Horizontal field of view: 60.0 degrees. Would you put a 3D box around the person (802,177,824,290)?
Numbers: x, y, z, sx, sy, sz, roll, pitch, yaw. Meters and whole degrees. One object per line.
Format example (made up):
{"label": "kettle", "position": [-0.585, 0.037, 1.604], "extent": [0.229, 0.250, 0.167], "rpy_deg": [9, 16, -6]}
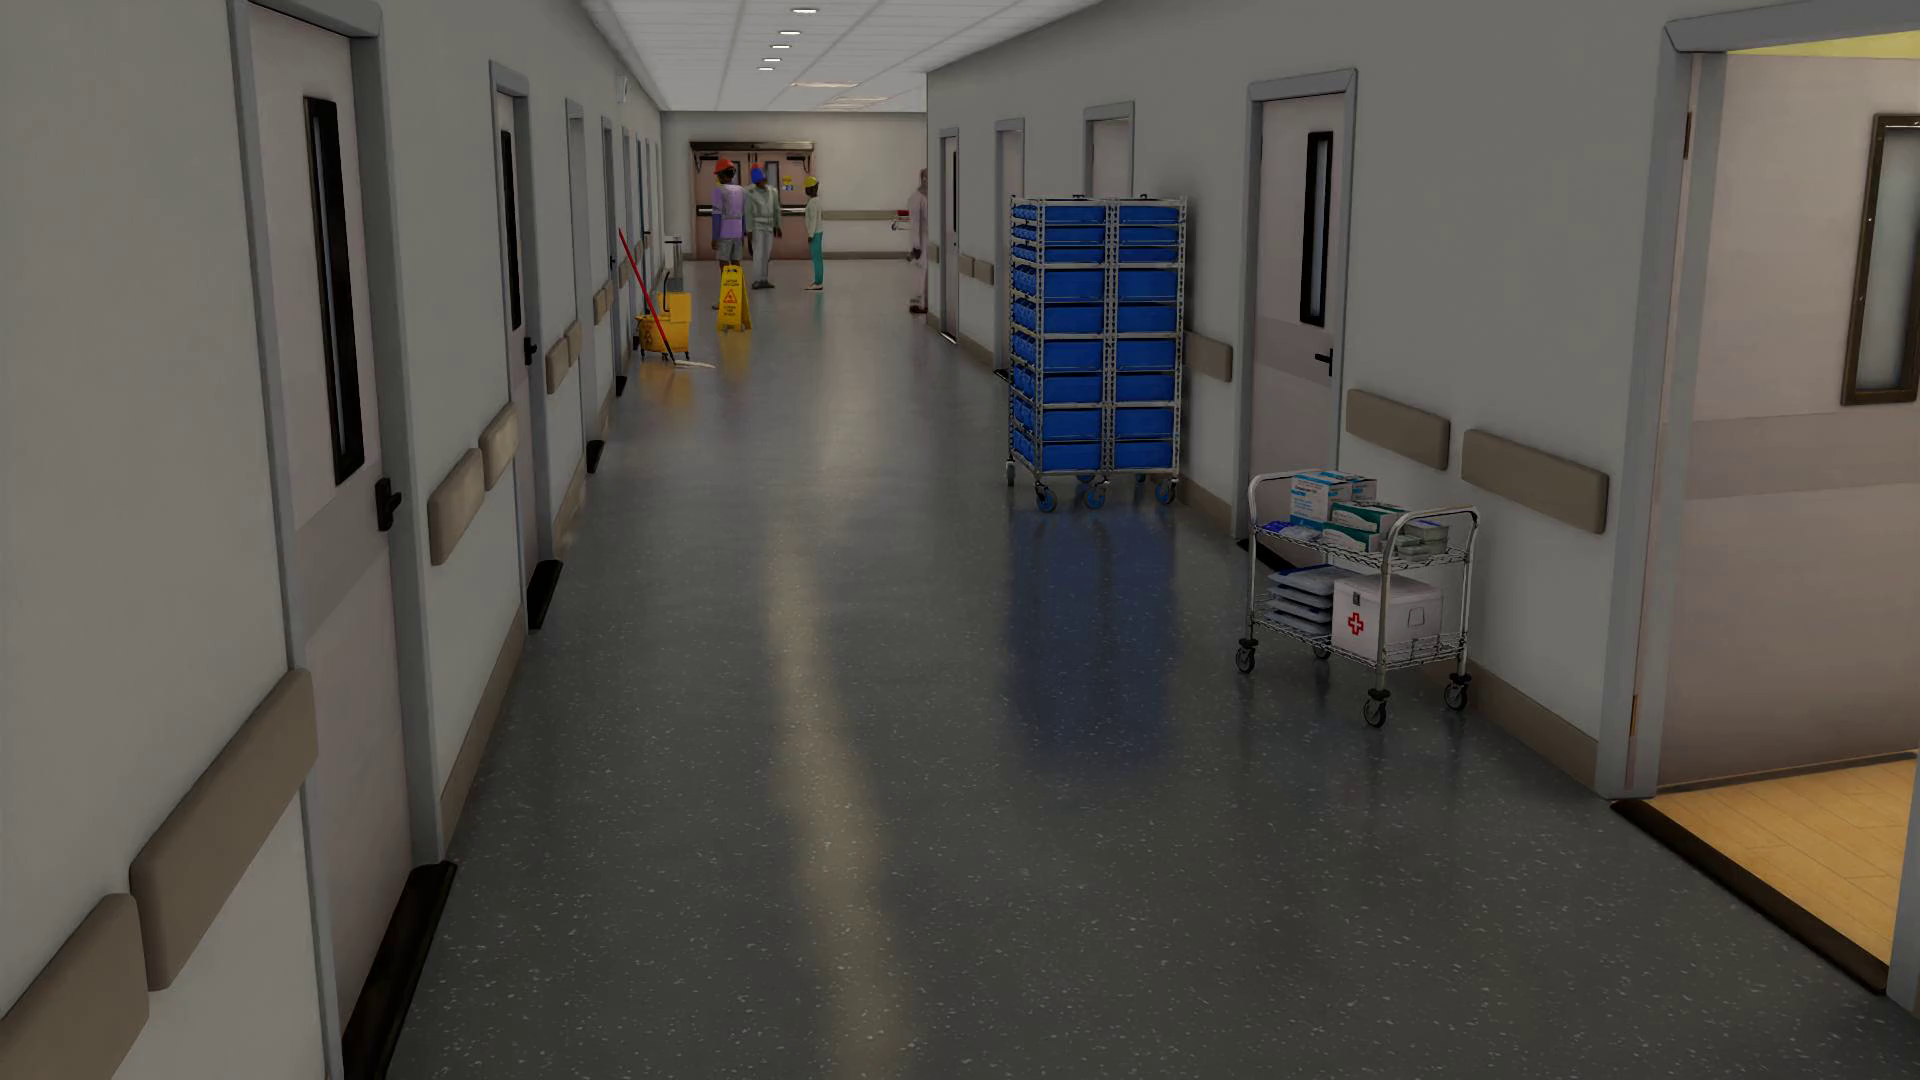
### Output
{"label": "person", "position": [-2.315, -4.823, 26.197], "extent": [0.319, 1.763, 0.522], "rpy_deg": [1, 13, 3]}

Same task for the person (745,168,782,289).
{"label": "person", "position": [-3.144, -4.914, 26.296], "extent": [0.495, 1.898, 0.661], "rpy_deg": [12, 18, 43]}

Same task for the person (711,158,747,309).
{"label": "person", "position": [-3.161, -4.149, 22.602], "extent": [0.411, 2.033, 0.613], "rpy_deg": [9, 15, 34]}

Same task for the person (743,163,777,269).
{"label": "person", "position": [-3.295, -5.231, 27.525], "extent": [0.623, 1.975, 0.666], "rpy_deg": [-5, 14, -23]}
